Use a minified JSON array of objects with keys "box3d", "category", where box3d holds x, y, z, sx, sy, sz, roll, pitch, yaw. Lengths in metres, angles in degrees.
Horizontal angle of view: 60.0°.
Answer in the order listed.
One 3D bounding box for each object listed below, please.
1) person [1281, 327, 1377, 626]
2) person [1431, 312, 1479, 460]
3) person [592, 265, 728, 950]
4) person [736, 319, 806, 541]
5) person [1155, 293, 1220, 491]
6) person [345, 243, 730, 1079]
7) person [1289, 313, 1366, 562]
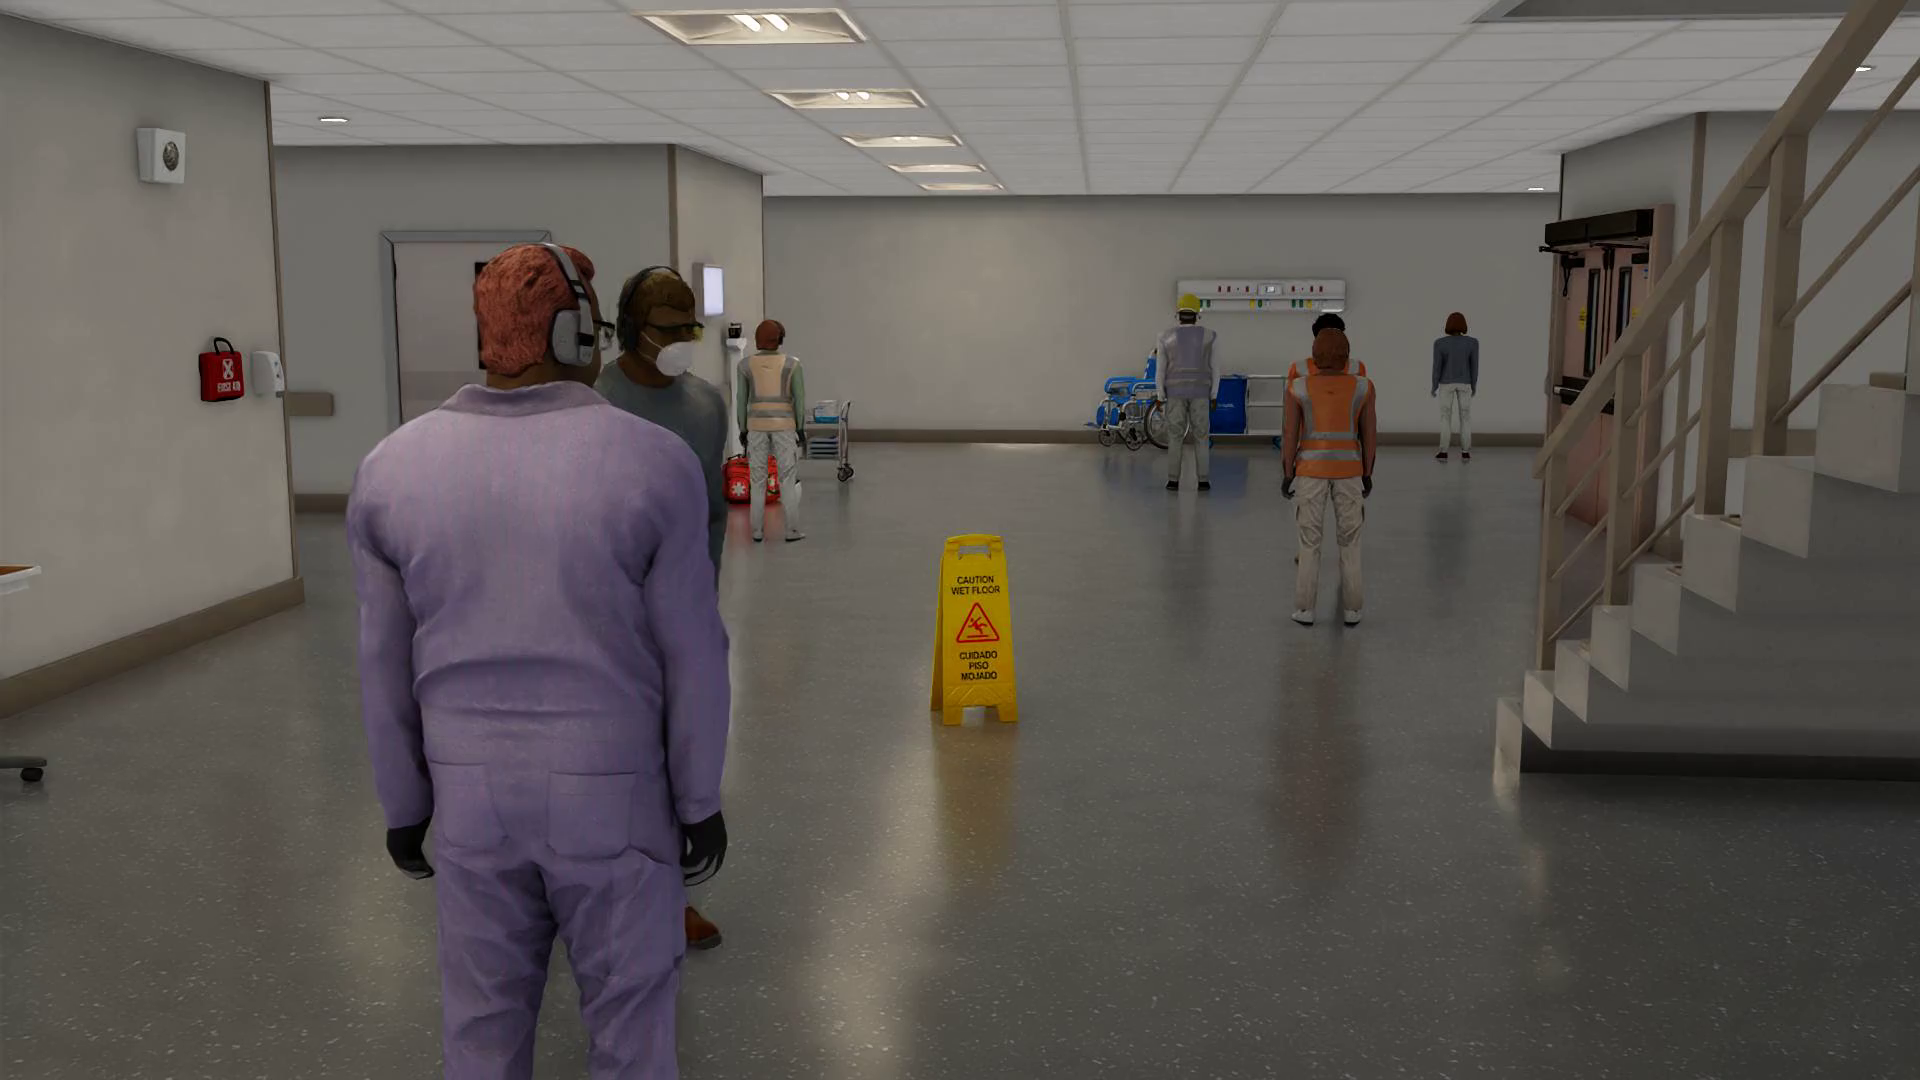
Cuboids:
[{"box3d":[2.019,-0.340,9.127,0.514,1.642,0.314,1,8,7],"category":"person"},{"box3d":[5.467,-1.698,18.387,0.499,1.632,0.285,1,8,7],"category":"person"},{"box3d":[-0.967,0.190,4.668,0.659,1.907,0.638,6,10,36],"category":"person"},{"box3d":[-1.389,-0.801,12.258,0.514,1.642,0.313,1,8,7],"category":"person"},{"box3d":[2.110,-1.364,15.435,0.589,1.835,0.404,1,8,7],"category":"person"},{"box3d":[-0.712,0.439,2.950,0.640,1.904,0.401,1,8,7],"category":"person"},{"box3d":[2.456,-0.668,11.166,0.533,1.697,0.322,1,8,7],"category":"person"}]
